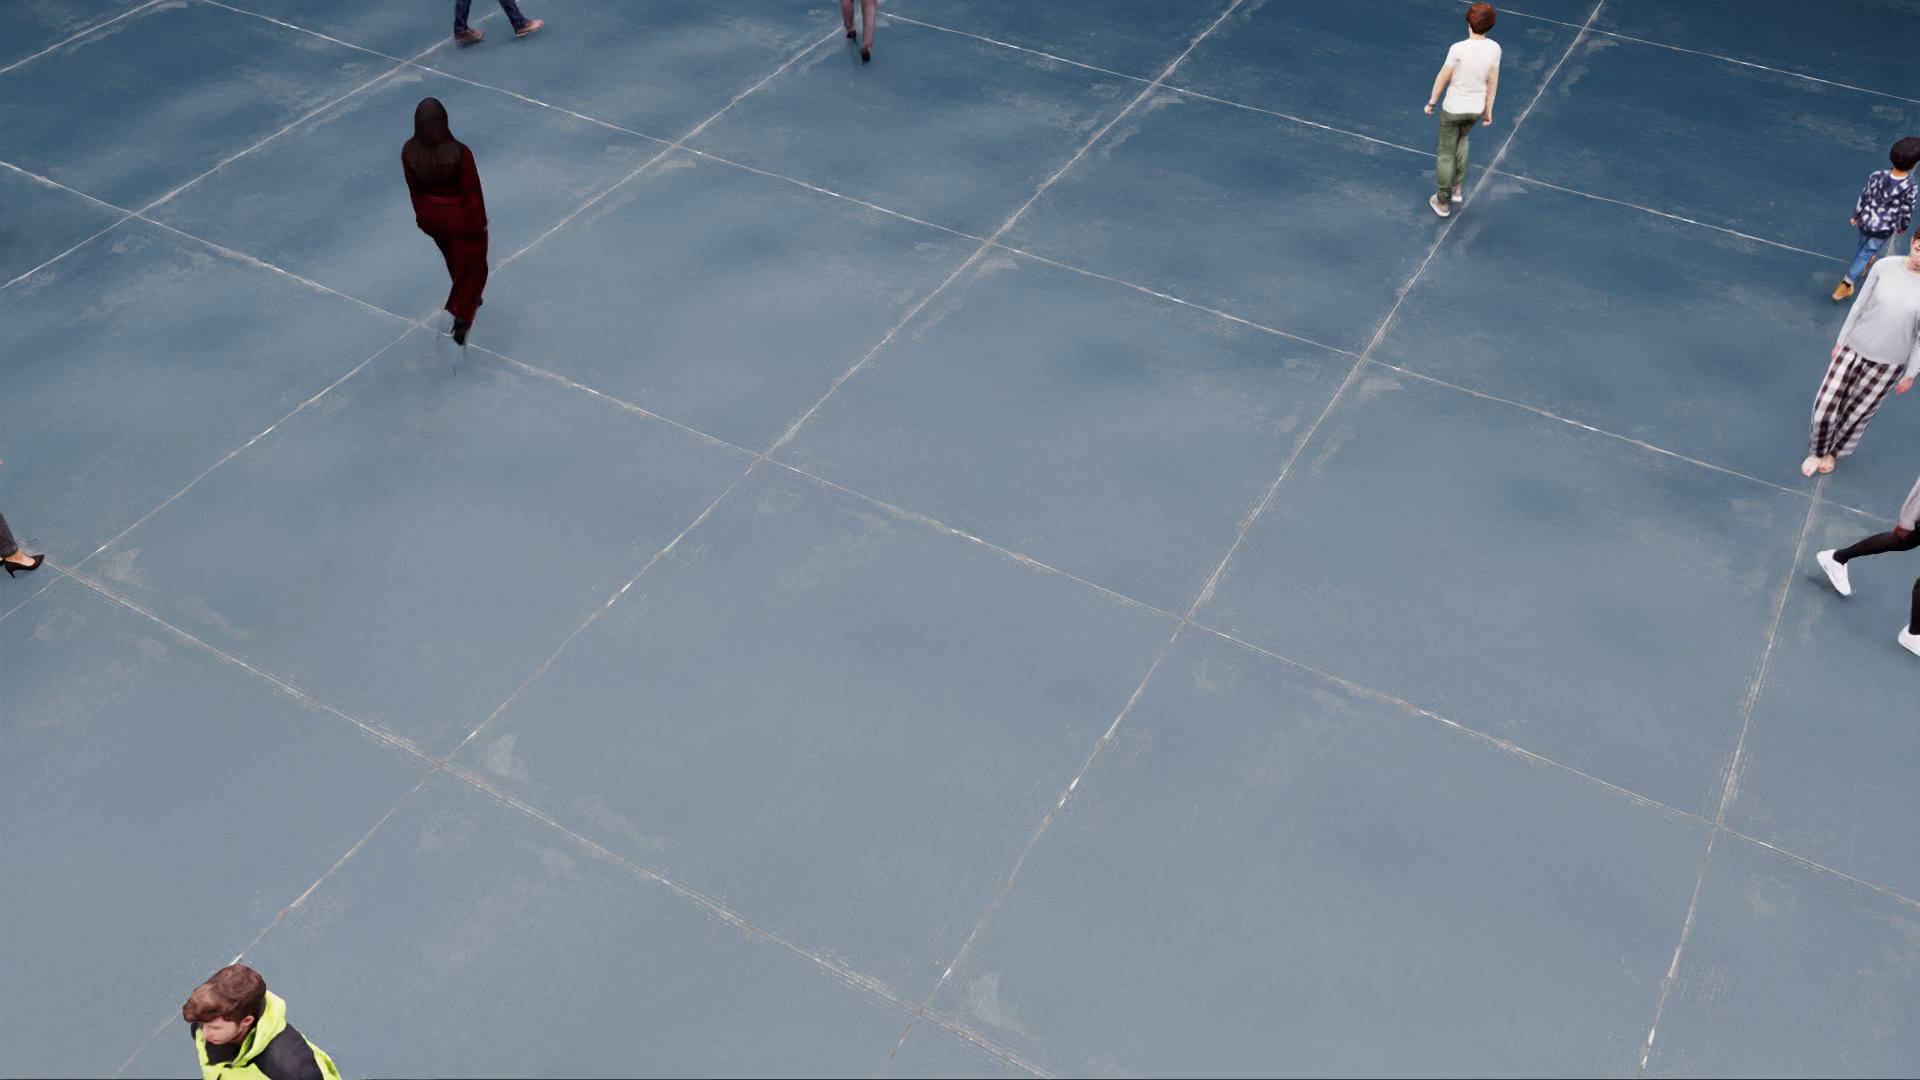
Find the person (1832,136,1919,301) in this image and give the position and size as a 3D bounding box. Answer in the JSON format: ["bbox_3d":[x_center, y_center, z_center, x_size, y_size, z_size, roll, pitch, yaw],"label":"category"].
[{"bbox_3d":[6.495,-2.249,11.796,0.891,1.219,0.657,-32,51,-30],"label":"person"}]

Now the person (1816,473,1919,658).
[{"bbox_3d":[5.312,-0.220,9.169,1.166,1.747,1.001,-26,49,-26],"label":"person"}]

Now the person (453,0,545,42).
[{"bbox_3d":[-4.357,-5.254,14.662,1.171,1.815,0.986,-27,49,-26],"label":"person"}]

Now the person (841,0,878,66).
[{"bbox_3d":[-0.863,-4.919,14.417,0.873,1.648,0.967,-5,42,-5],"label":"person"}]

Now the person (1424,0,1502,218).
[{"bbox_3d":[3.811,-3.183,12.511,0.729,1.640,0.786,-9,43,-9],"label":"person"}]

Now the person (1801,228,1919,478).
[{"bbox_3d":[5.616,-1.182,10.164,0.703,1.834,0.768,28,49,27],"label":"person"}]

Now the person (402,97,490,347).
[{"bbox_3d":[-3.460,-2.104,11.258,0.900,1.728,1.118,6,43,6],"label":"person"}]

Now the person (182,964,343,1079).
[{"bbox_3d":[-2.489,2.172,6.378,0.814,1.959,1.111,24,47,24],"label":"person"}]
